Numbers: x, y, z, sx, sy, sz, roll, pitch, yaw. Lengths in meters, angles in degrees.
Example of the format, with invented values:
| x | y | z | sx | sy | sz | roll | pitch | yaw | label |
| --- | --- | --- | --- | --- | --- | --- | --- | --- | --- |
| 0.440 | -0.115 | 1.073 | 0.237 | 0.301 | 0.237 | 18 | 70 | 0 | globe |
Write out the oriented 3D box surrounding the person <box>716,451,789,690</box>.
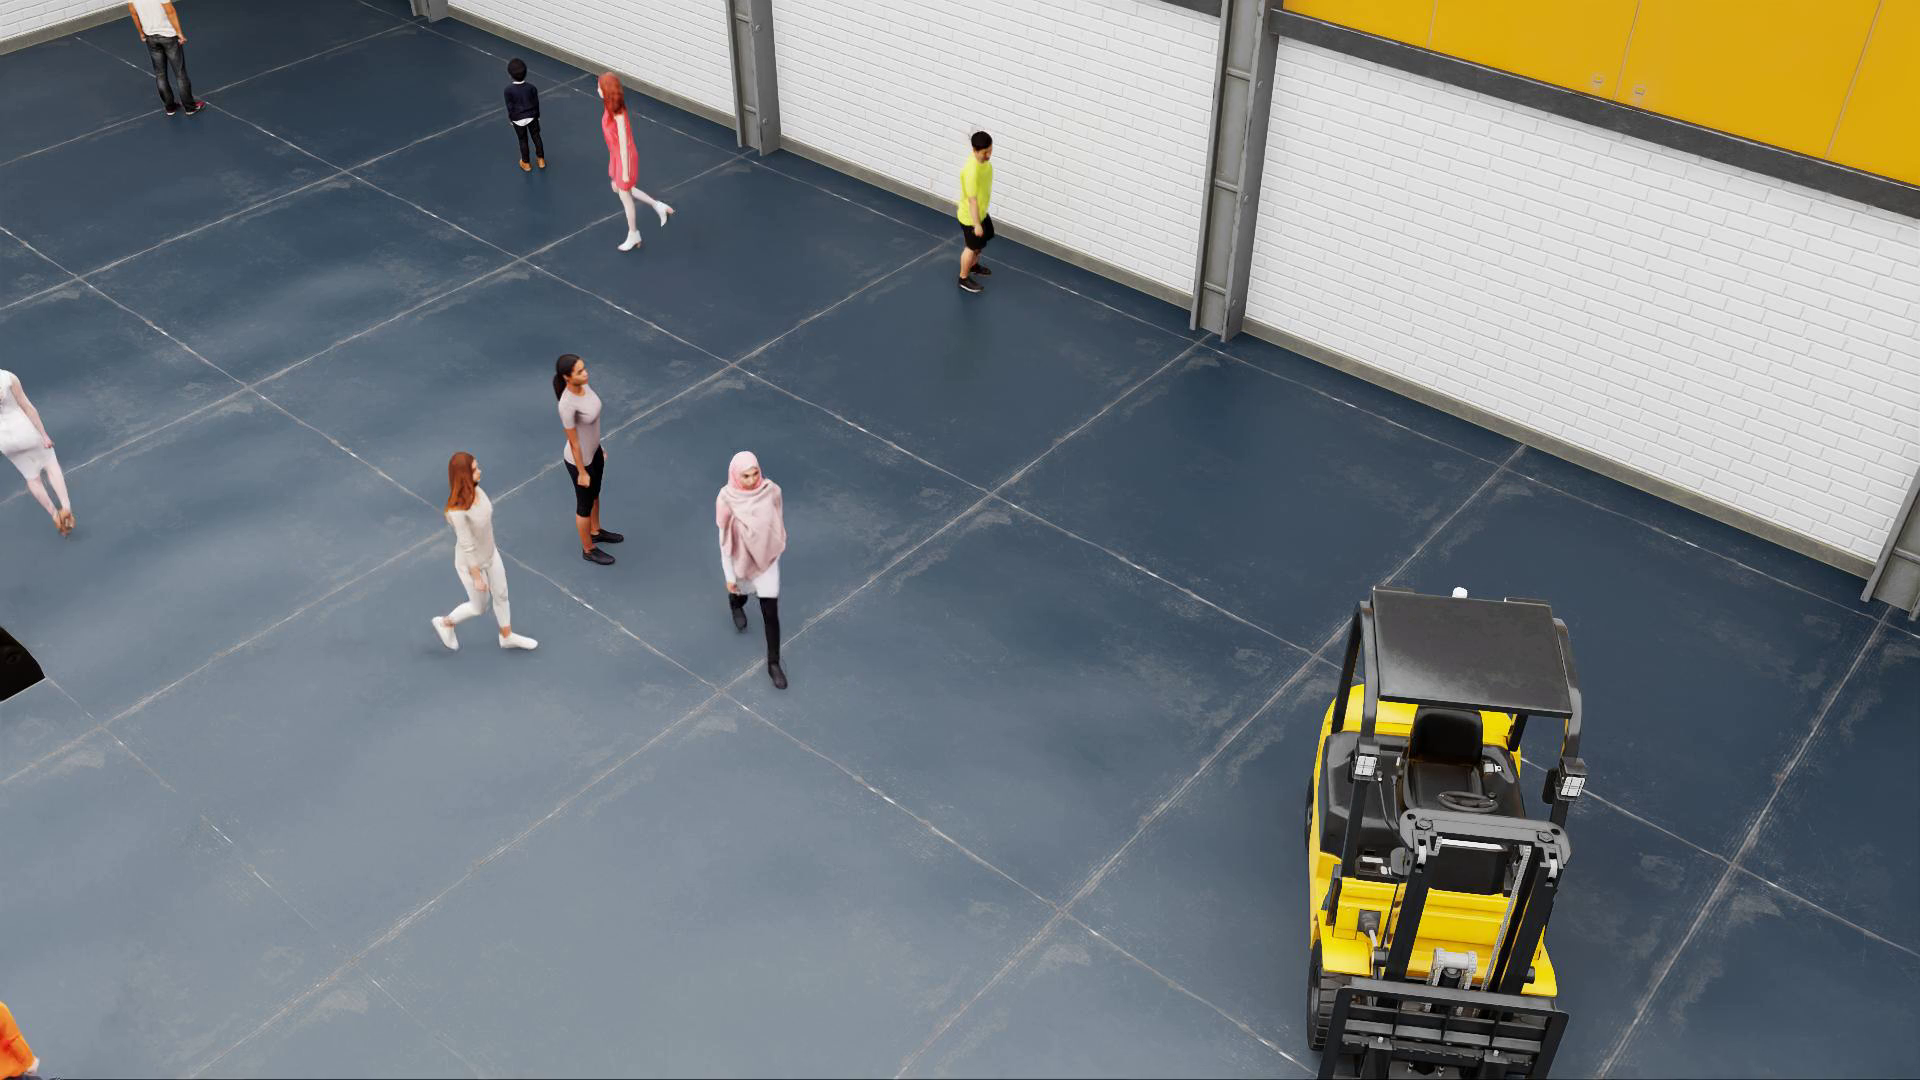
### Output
| x | y | z | sx | sy | sz | roll | pitch | yaw | label |
| --- | --- | --- | --- | --- | --- | --- | --- | --- | --- |
| -1.469 | 0.122 | 11.400 | 0.997 | 1.769 | 1.245 | -13 | 40 | -16 | person |

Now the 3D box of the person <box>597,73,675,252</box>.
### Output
| x | y | z | sx | sy | sz | roll | pitch | yaw | label |
| --- | --- | --- | --- | --- | --- | --- | --- | --- | --- |
| -3.154 | -3.660 | 16.101 | 0.888 | 1.813 | 0.886 | -12 | 40 | -15 | person |

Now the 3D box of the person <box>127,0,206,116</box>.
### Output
| x | y | z | sx | sy | sz | roll | pitch | yaw | label |
| --- | --- | --- | --- | --- | --- | --- | --- | --- | --- |
| -8.948 | -5.647 | 18.597 | 0.682 | 1.804 | 0.778 | 2 | 39 | 2 | person |

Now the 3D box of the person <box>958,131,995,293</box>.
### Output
| x | y | z | sx | sy | sz | roll | pitch | yaw | label |
| --- | --- | --- | --- | --- | --- | --- | --- | --- | --- |
| 0.102 | -3.066 | 15.474 | 0.786 | 1.667 | 0.826 | 1 | 39 | 1 | person |

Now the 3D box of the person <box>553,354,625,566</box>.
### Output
| x | y | z | sx | sy | sz | roll | pitch | yaw | label |
| --- | --- | --- | --- | --- | --- | --- | --- | --- | --- |
| -2.792 | -0.620 | 12.347 | 0.712 | 1.747 | 0.693 | 4 | 39 | 5 | person |

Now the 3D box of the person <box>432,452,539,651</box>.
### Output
| x | y | z | sx | sy | sz | roll | pitch | yaw | label |
| --- | --- | --- | --- | --- | --- | --- | --- | --- | --- |
| -3.404 | 0.136 | 11.450 | 1.033 | 1.686 | 0.881 | 5 | 39 | 6 | person |

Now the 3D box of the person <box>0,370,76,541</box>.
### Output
| x | y | z | sx | sy | sz | roll | pitch | yaw | label |
| --- | --- | --- | --- | --- | --- | --- | --- | --- | --- |
| -7.057 | -0.686 | 12.408 | 0.751 | 1.774 | 0.792 | -6 | 39 | -8 | person |

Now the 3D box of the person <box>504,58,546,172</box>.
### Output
| x | y | z | sx | sy | sz | roll | pitch | yaw | label |
| --- | --- | --- | --- | --- | --- | --- | --- | --- | --- |
| -4.621 | -4.523 | 17.653 | 0.584 | 1.225 | 0.618 | -17 | 42 | -20 | person |
